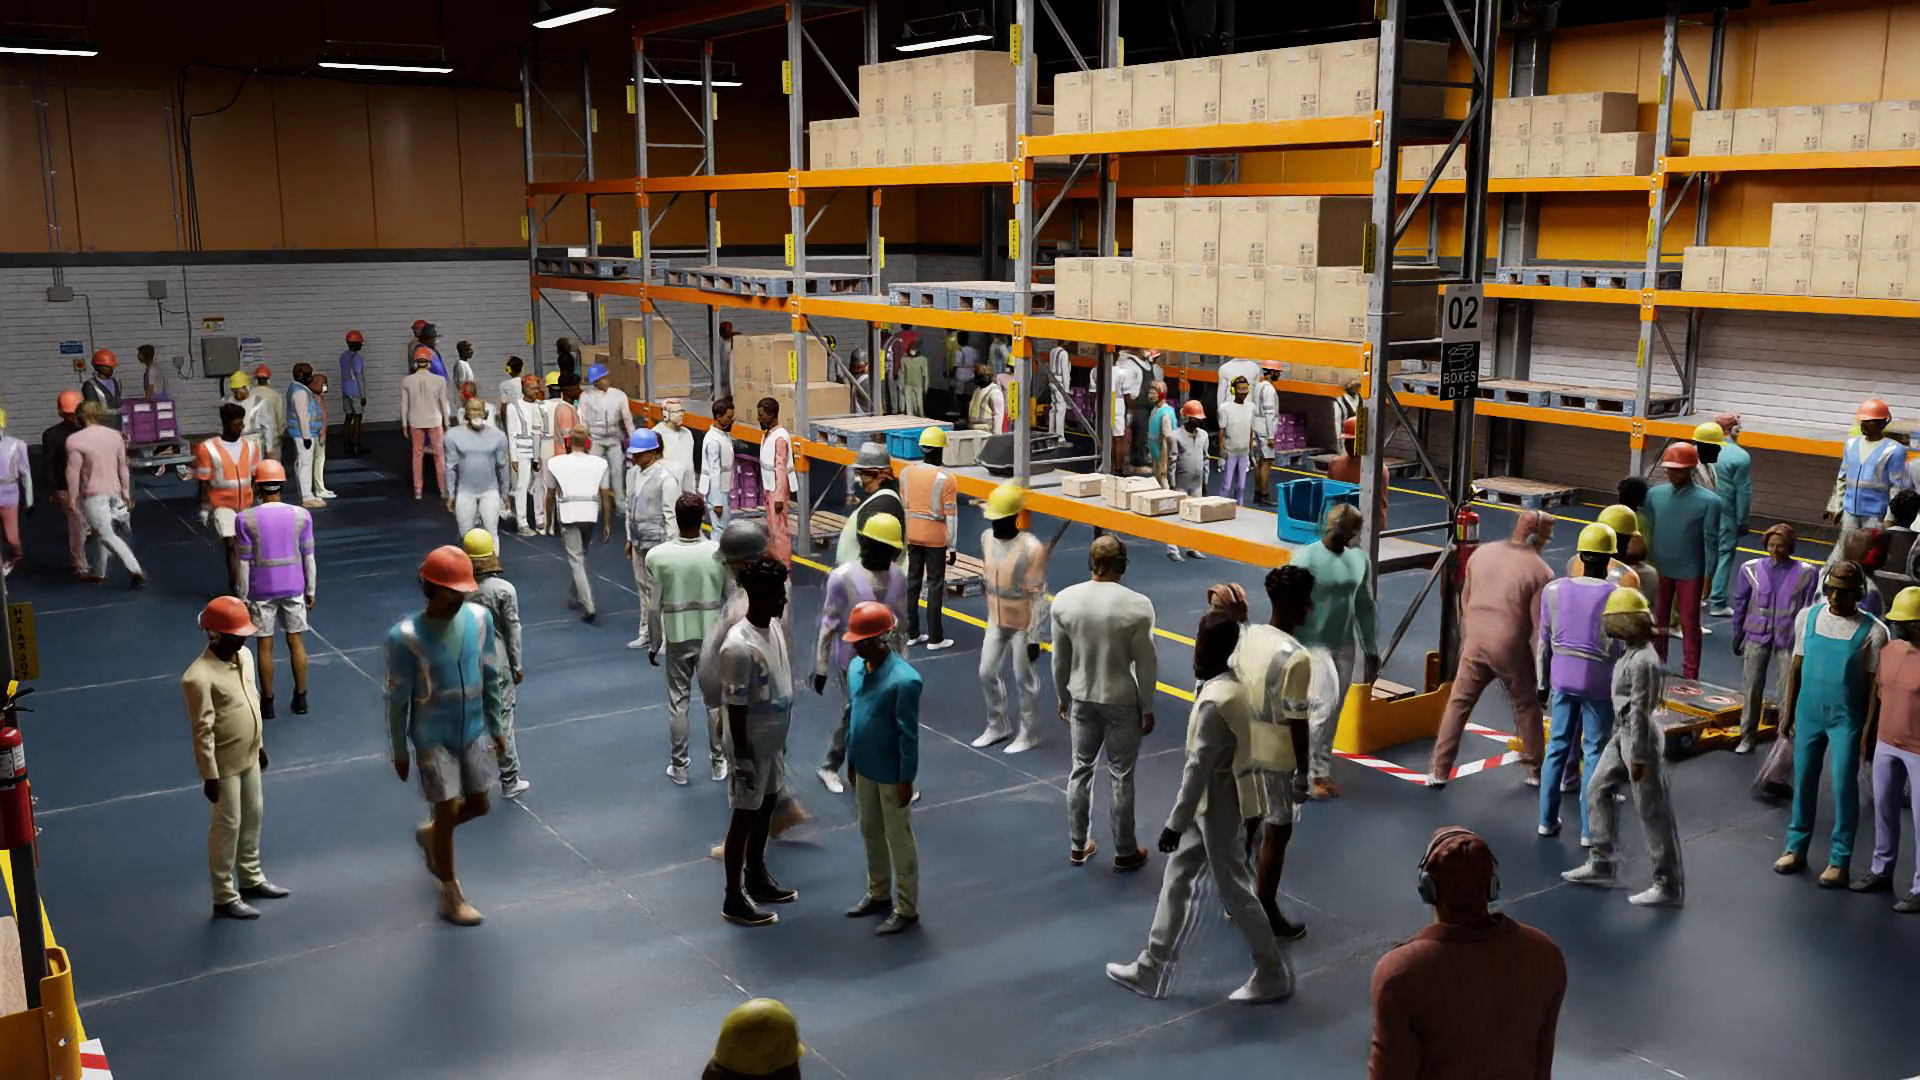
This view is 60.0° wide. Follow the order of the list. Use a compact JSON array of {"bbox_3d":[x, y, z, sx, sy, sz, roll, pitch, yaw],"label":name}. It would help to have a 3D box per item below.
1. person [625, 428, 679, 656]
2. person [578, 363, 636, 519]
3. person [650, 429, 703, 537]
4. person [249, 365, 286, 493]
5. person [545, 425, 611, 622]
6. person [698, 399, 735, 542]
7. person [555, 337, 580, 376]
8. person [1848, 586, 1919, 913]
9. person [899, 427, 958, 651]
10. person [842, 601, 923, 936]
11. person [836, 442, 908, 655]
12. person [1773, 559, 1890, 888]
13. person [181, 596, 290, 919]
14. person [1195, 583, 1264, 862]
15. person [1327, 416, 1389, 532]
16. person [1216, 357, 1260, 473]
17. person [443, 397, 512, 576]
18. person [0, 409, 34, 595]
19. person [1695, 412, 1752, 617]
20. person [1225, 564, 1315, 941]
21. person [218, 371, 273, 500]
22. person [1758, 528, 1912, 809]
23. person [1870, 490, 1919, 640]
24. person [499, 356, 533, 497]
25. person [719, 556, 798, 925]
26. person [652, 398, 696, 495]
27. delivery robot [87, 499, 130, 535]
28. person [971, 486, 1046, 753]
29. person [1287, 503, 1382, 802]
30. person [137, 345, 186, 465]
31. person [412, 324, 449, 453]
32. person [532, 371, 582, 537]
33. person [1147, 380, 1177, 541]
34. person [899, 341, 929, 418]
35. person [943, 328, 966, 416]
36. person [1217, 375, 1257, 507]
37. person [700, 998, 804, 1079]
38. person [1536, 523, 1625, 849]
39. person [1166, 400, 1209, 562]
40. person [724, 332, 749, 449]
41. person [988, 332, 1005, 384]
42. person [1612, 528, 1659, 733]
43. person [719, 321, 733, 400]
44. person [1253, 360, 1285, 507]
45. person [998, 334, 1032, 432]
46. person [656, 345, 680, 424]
[{"bbox_3d":[-2.617,0.012,14.066,0.612,1.939,0.416,10,15,41],"label":"person"},{"bbox_3d":[-4.306,-1.204,20.329,0.720,1.921,0.406,-5,12,-25],"label":"person"},{"bbox_3d":[-2.549,-0.063,14.691,0.610,1.836,0.531,-6,13,-28],"label":"person"},{"bbox_3d":[-9.283,-1.462,22.155,0.571,1.727,0.739,-1,11,-4],"label":"person"},{"bbox_3d":[-3.506,-0.165,15.358,0.585,1.785,0.971,-6,12,-27],"label":"person"},{"bbox_3d":[-2.390,-0.455,16.535,0.411,1.906,0.602,0,11,-1],"label":"person"},{"bbox_3d":[-6.066,-2.249,25.930,0.440,1.821,0.656,-5,12,-24],"label":"person"},{"bbox_3d":[5.059,1.112,8.899,0.341,1.760,0.529,-4,12,-20],"label":"person"},{"bbox_3d":[-0.255,-0.014,14.258,0.581,1.918,0.410,7,13,32],"label":"person"},{"bbox_3d":[-0.431,1.166,8.660,0.353,1.739,0.574,-9,14,-39],"label":"person"},{"bbox_3d":[-0.658,0.275,12.446,0.536,2.000,0.683,0,11,0],"label":"person"},{"bbox_3d":[4.841,1.002,9.252,0.349,1.839,0.504,-9,14,-37],"label":"person"},{"bbox_3d":[-3.834,1.139,8.797,0.355,1.737,0.578,1,11,5],"label":"person"},{"bbox_3d":[1.560,1.042,9.581,0.324,1.631,0.520,-8,13,-34],"label":"person"},{"bbox_3d":[3.382,-0.074,14.349,0.375,1.995,0.610,-11,15,-44],"label":"person"},{"bbox_3d":[3.985,-1.911,23.964,0.642,1.913,0.409,-3,11,-14],"label":"person"},{"bbox_3d":[-4.769,-0.461,16.497,0.651,1.922,0.501,-4,12,-20],"label":"person"},{"bbox_3d":[-9.506,-0.422,16.417,0.620,1.889,0.741,-7,13,-31],"label":"person"},{"bbox_3d":[7.080,-0.245,15.475,0.401,1.900,0.646,-4,12,-21],"label":"person"},{"bbox_3d":[1.609,1.083,8.542,0.378,1.958,0.608,-5,12,-22],"label":"person"},{"bbox_3d":[-8.777,-1.164,20.394,0.666,1.819,0.424,0,11,1],"label":"person"},{"bbox_3d":[5.553,0.798,10.411,0.955,1.799,0.574,0,11,0],"label":"person"},{"bbox_3d":[6.944,0.470,12.354,0.319,1.693,0.532,-8,13,-34],"label":"person"},{"bbox_3d":[-5.859,-1.503,22.008,0.529,1.866,0.329,-10,15,-41],"label":"person"},{"bbox_3d":[-1.056,1.042,8.750,0.367,1.958,0.610,3,11,15],"label":"person"},{"bbox_3d":[-2.838,-0.461,16.543,0.409,1.913,0.638,7,13,32],"label":"person"},{"bbox_3d":[-9.834,-0.322,19.075,0.477,0.478,0.707,-1,11,-3],"label":"delivery robot"},{"bbox_3d":[0.348,0.564,11.409,0.615,1.885,0.596,11,15,43],"label":"person"},{"bbox_3d":[2.377,0.716,10.540,0.642,1.916,0.523,-7,13,-31],"label":"person"},{"bbox_3d":[-12.018,-1.985,24.639,0.937,1.793,0.510,-7,13,-31],"label":"person"},{"bbox_3d":[-8.293,-2.389,26.077,0.539,2.000,0.703,0,11,1],"label":"person"},{"bbox_3d":[-4.666,-0.992,19.273,0.591,1.911,0.398,-7,13,-32],"label":"person"},{"bbox_3d":[2.331,-0.917,19.085,0.393,1.833,0.565,-1,11,-4],"label":"person"},{"bbox_3d":[-0.775,-2.617,28.417,0.506,1.586,0.834,2,11,9],"label":"person"},{"bbox_3d":[-0.073,-3.210,30.669,0.497,1.895,0.660,8,14,36],"label":"person"},{"bbox_3d":[3.216,-0.979,19.296,0.519,1.874,0.331,-5,12,-25],"label":"person"},{"bbox_3d":[-0.534,2.015,4.332,0.493,1.732,0.319,5,12,24],"label":"person"},{"bbox_3d":[3.703,0.848,9.842,0.592,1.918,0.392,11,15,44],"label":"person"},{"bbox_3d":[2.463,-0.634,17.858,0.569,1.744,0.348,-7,13,-31],"label":"person"},{"bbox_3d":[-3.514,-2.374,26.462,0.493,1.869,0.580,-2,11,-8],"label":"person"},{"bbox_3d":[0.618,-2.673,27.912,0.426,1.892,0.793,3,11,14],"label":"person"},{"bbox_3d":[4.508,0.712,11.282,0.529,1.620,0.302,-5,12,-25],"label":"person"},{"bbox_3d":[-4.025,-2.837,28.778,0.355,1.882,0.576,0,11,0],"label":"person"},{"bbox_3d":[3.945,-1.387,21.258,0.379,1.927,0.545,0,11,-2],"label":"person"},{"bbox_3d":[0.906,-2.594,27.448,0.596,1.915,0.372,6,12,26],"label":"person"},{"bbox_3d":[-4.940,-2.650,27.954,0.502,1.838,0.339,0,11,2],"label":"person"}]
